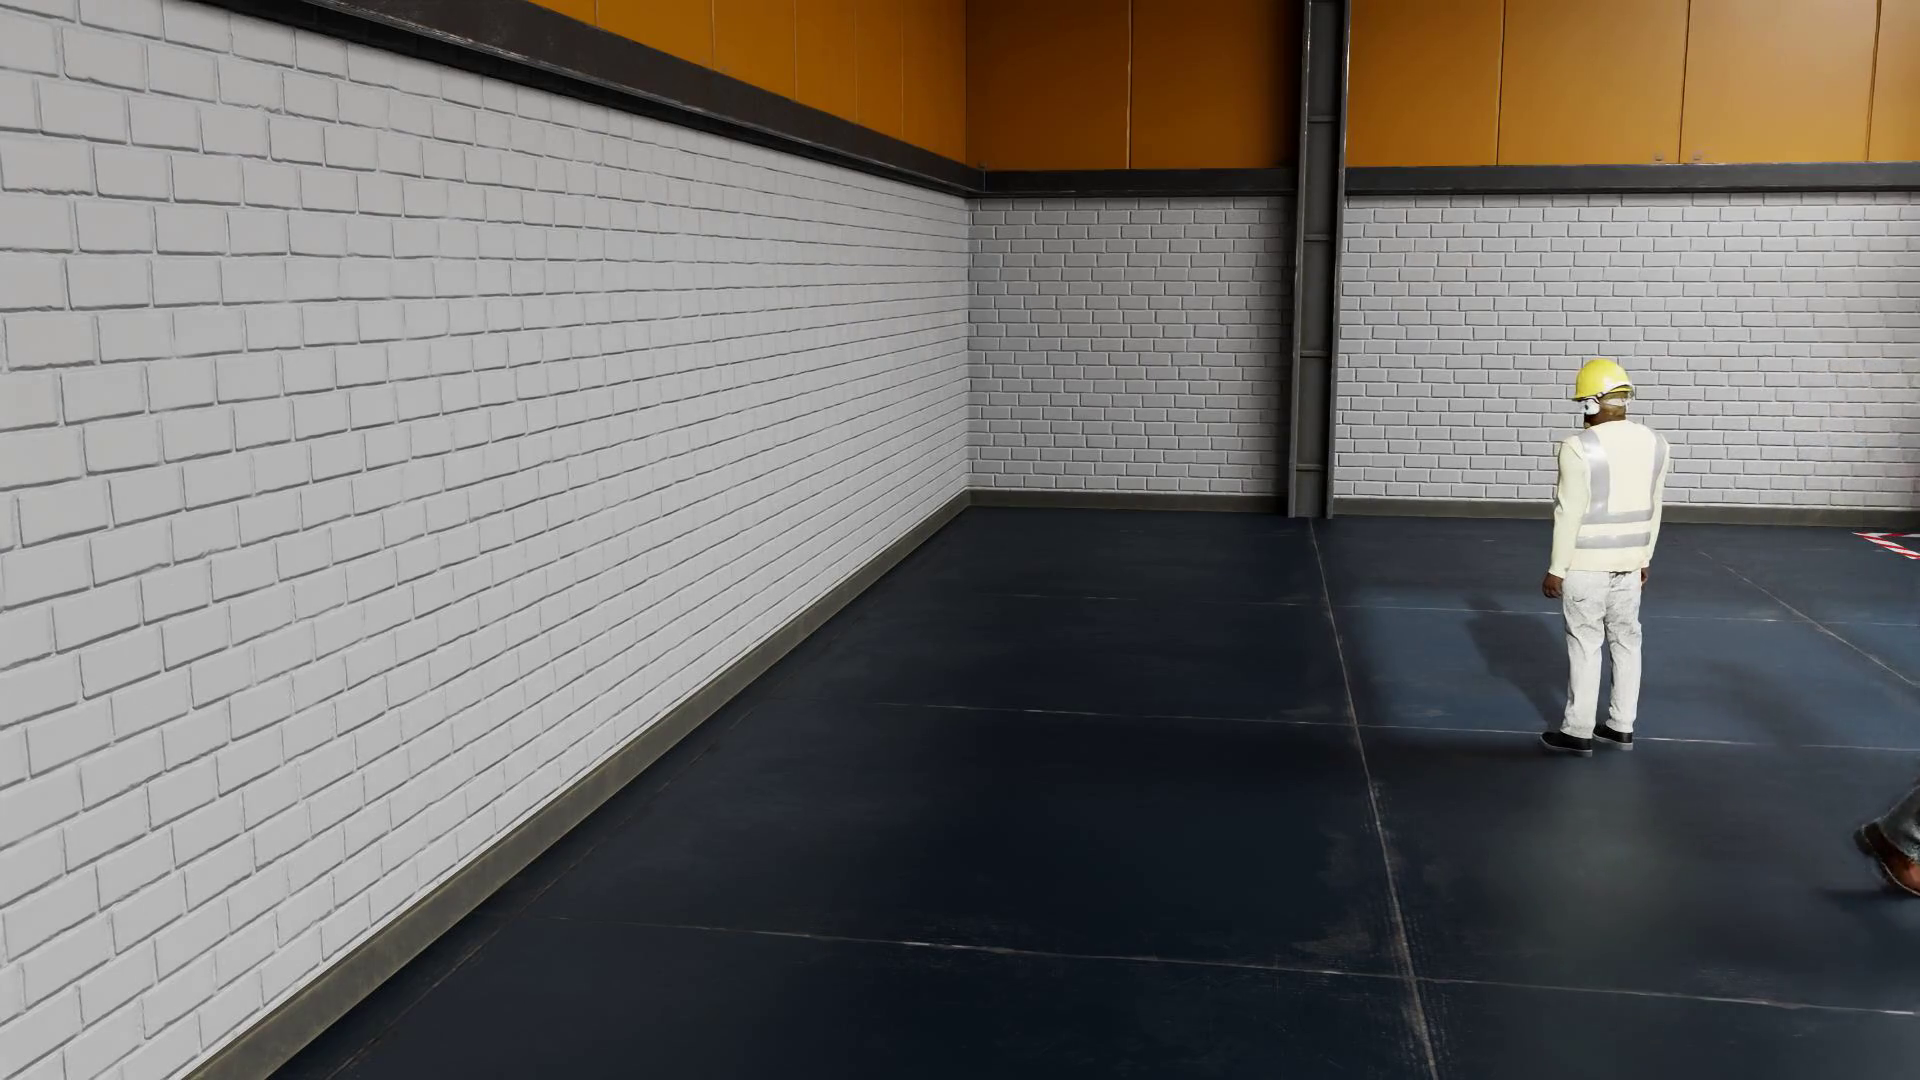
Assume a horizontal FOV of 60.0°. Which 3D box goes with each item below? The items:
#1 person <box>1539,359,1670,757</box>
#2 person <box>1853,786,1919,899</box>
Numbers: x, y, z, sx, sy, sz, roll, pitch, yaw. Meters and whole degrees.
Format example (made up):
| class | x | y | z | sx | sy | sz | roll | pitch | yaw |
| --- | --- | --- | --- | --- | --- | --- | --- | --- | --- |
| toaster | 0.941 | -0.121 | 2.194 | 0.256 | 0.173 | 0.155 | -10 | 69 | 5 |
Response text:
| class | x | y | z | sx | sy | sz | roll | pitch | yaw |
| --- | --- | --- | --- | --- | --- | --- | --- | --- | --- |
| person | 2.929 | 0.085 | 7.630 | 0.588 | 1.823 | 0.403 | -4 | 10 | -21 |
| person | 3.649 | 0.368 | 5.639 | 0.945 | 1.911 | 0.624 | 8 | 12 | 42 |
